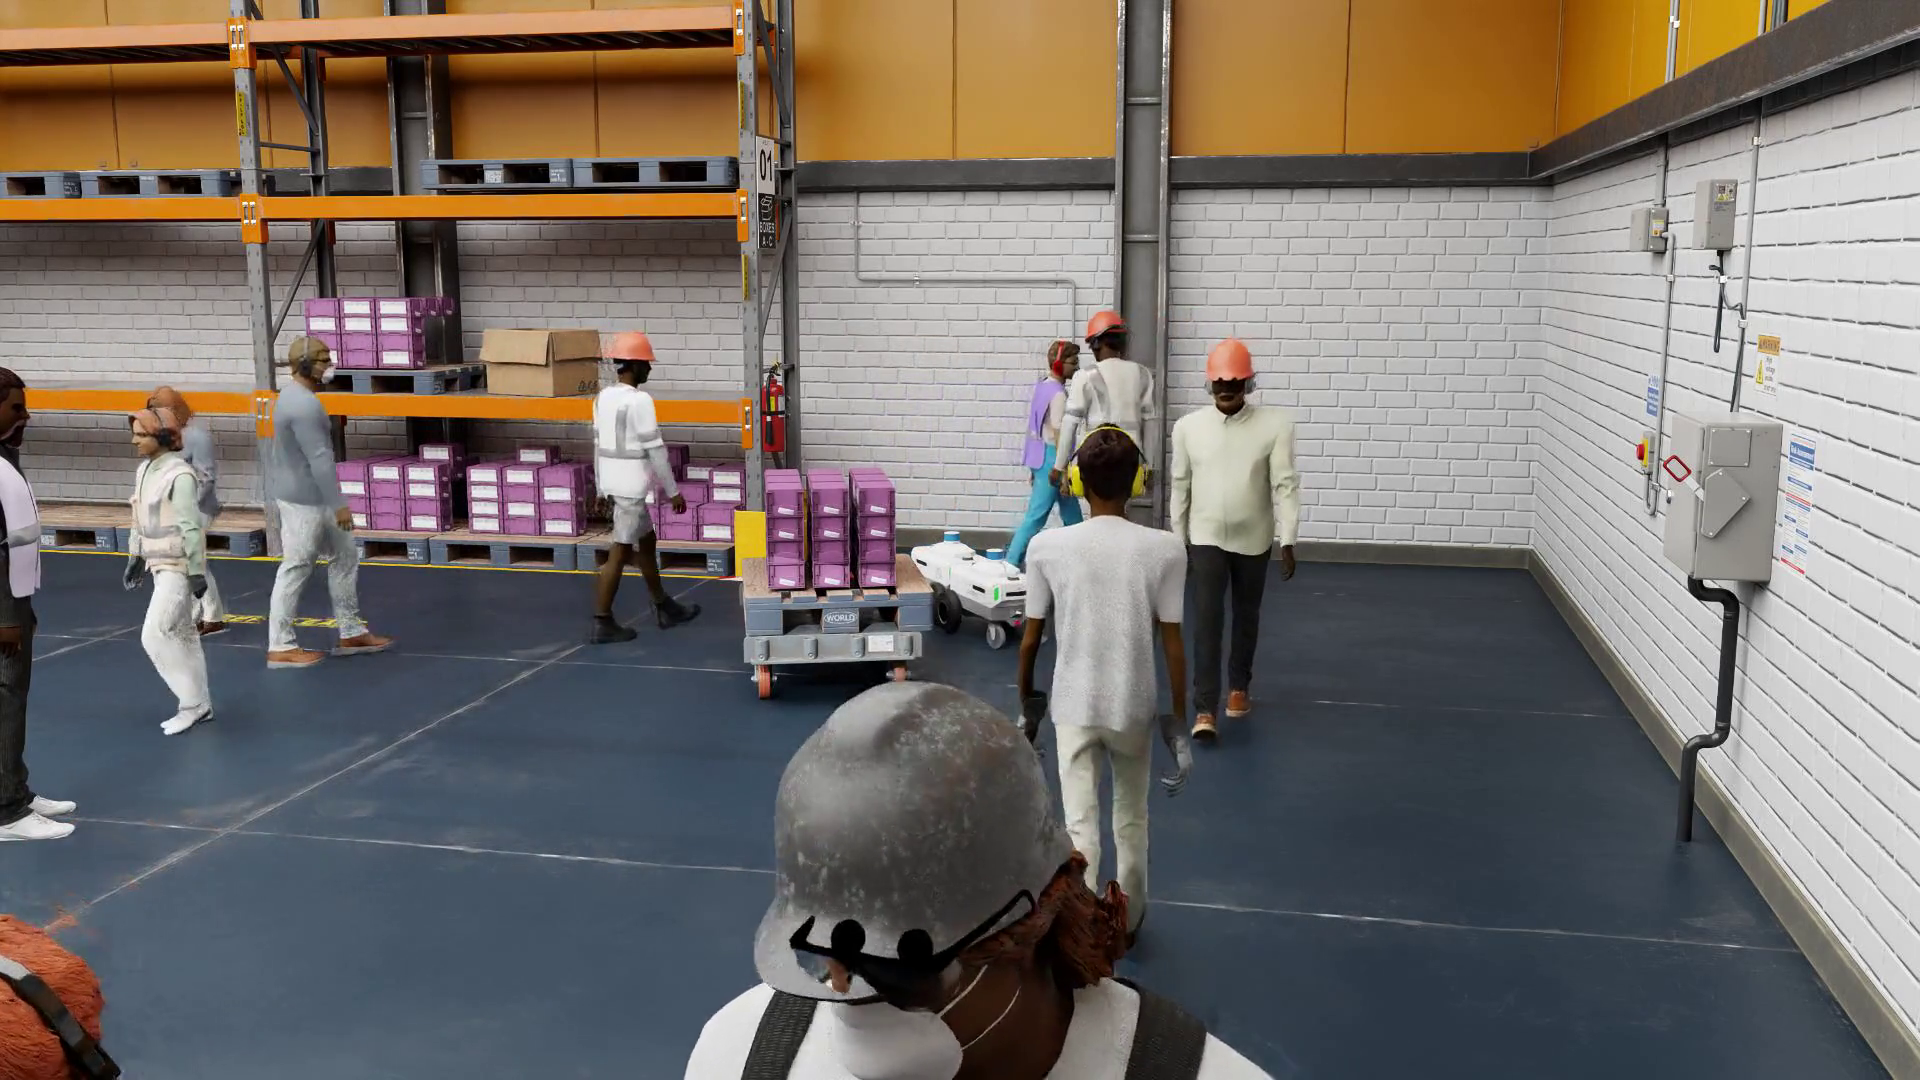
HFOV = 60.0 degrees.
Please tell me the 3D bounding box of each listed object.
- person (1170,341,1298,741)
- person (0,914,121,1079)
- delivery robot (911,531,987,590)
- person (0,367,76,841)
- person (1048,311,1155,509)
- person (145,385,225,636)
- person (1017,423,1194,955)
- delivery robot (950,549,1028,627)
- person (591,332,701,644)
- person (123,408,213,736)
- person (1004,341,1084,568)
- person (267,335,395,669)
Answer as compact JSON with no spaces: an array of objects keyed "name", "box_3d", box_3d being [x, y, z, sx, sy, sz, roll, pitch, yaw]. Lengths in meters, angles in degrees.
[{"name":"person","box_3d":[1.341,-0.004,8.221,0.624,1.938,1.023,2,10,11]},{"name":"person","box_3d":[-0.752,1.173,1.449,0.584,1.850,0.912,-1,9,-5]},{"name":"delivery robot","box_3d":[-0.055,0.186,10.971,0.477,0.478,0.707,-4,10,-23]},{"name":"person","box_3d":[-3.877,0.257,6.734,0.391,1.917,0.593,-5,10,-25]},{"name":"person","box_3d":[0.949,-0.529,11.210,0.644,1.992,0.892,-6,11,-32]},{"name":"person","box_3d":[-4.682,-0.151,10.140,0.523,1.591,0.547,6,11,31]},{"name":"person","box_3d":[0.452,0.547,5.276,0.552,1.823,0.945,1,9,4]},{"name":"delivery robot","box_3d":[0.216,0.298,10.294,0.477,0.478,0.707,-4,10,-24]},{"name":"person","box_3d":[-1.950,-0.331,10.332,0.930,1.896,0.566,-7,12,-35]},{"name":"person","box_3d":[-3.930,0.159,8.219,0.434,1.624,0.513,-8,13,-41]},{"name":"person","box_3d":[0.695,-0.512,11.771,0.989,1.781,0.580,-1,9,-7]},{"name":"person","box_3d":[-3.659,-0.217,9.620,0.842,1.909,0.647,-3,10,-20]}]
